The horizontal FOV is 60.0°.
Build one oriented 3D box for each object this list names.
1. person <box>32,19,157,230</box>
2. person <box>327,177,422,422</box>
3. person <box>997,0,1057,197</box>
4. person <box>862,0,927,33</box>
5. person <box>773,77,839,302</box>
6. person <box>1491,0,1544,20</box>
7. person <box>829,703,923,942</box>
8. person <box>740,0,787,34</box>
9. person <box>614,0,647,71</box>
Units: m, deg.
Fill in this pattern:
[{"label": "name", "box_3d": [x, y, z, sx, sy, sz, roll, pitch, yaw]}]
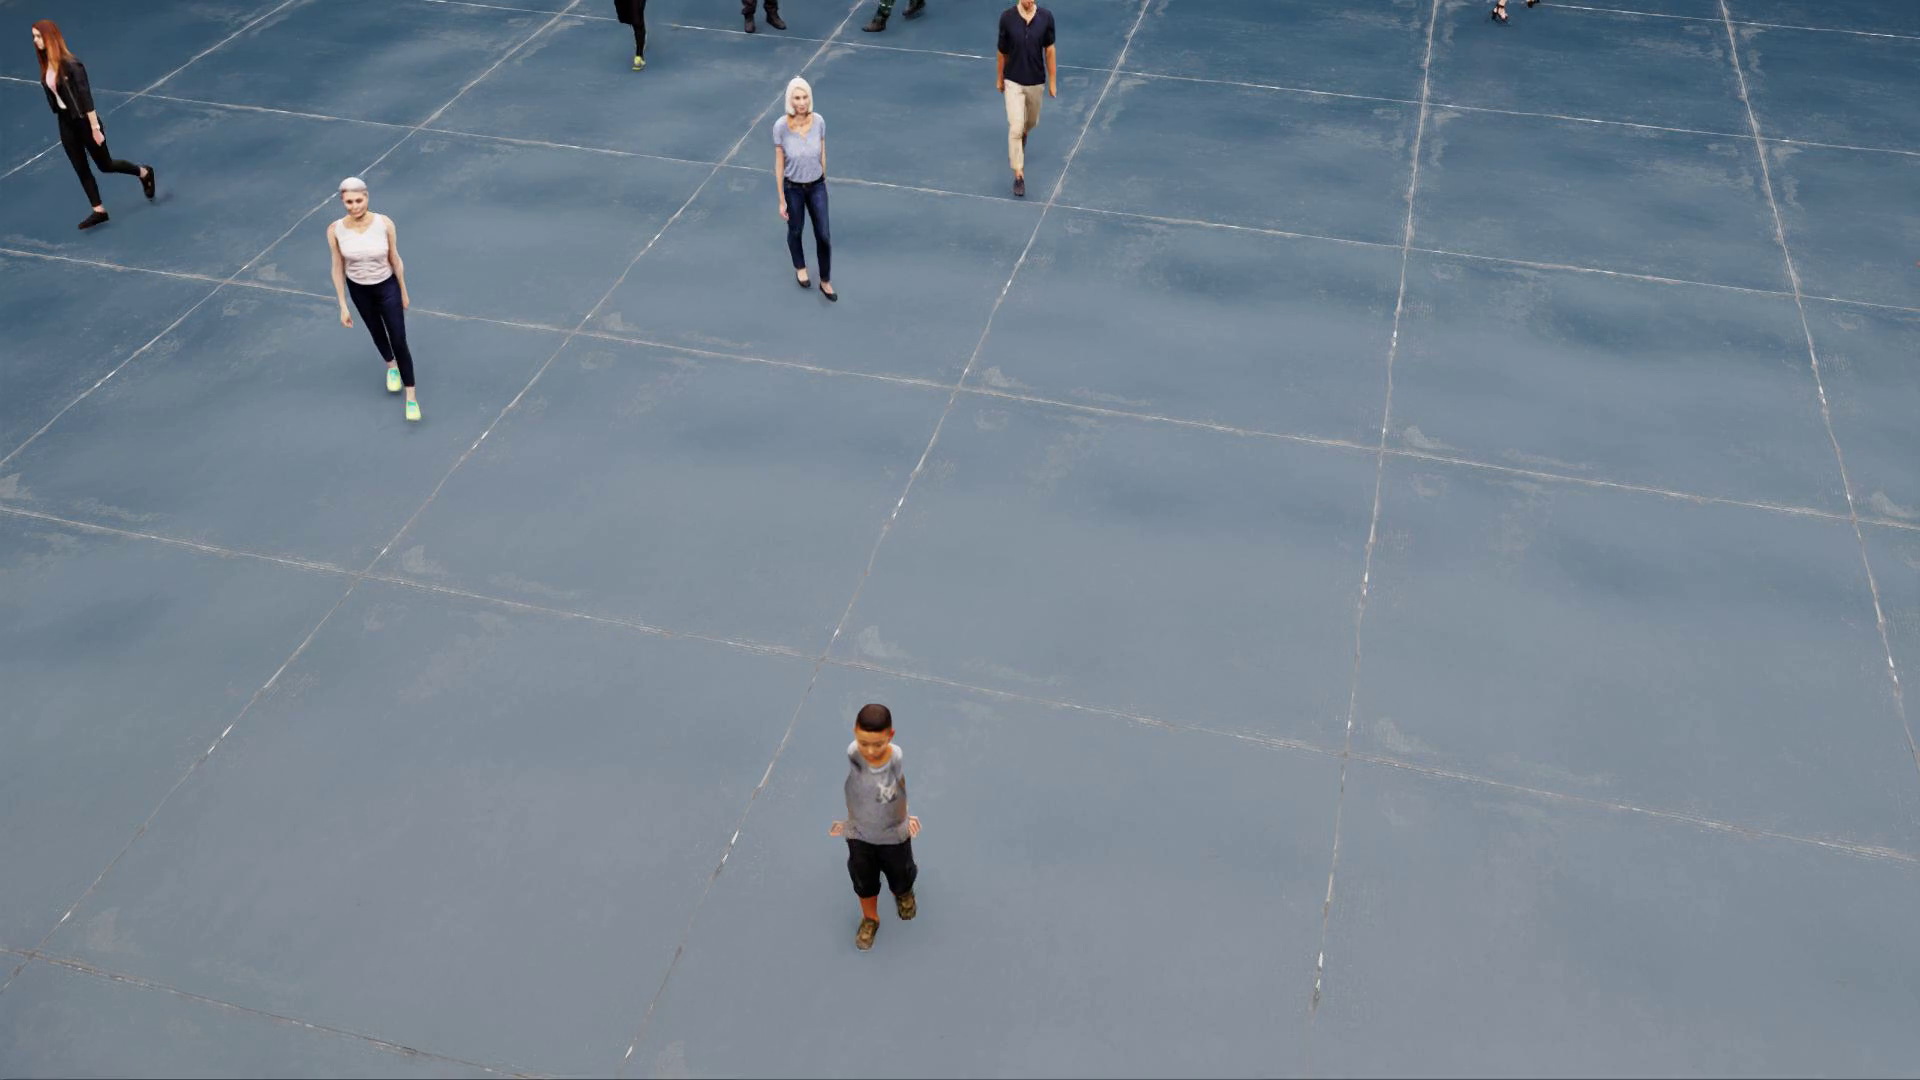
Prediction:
[{"label": "person", "box_3d": [-7.075, -3.412, 13.544, 0.758, 1.693, 1.054, 19, 42, 22]}, {"label": "person", "box_3d": [-4.017, -1.709, 11.391, 0.928, 1.663, 1.133, -9, 39, -12]}, {"label": "person", "box_3d": [0.534, -3.915, 14.092, 0.948, 1.810, 1.279, -4, 38, -5]}, {"label": "person", "box_3d": [-0.609, -6.191, 16.964, 1.081, 1.856, 1.325, 30, 47, 33]}, {"label": "person", "box_3d": [-1.228, -2.701, 12.628, 0.827, 1.702, 0.931, -11, 39, -14]}, {"label": "person", "box_3d": [5.794, -6.214, 17.045, 1.049, 1.792, 0.968, -22, 43, -26]}, {"label": "person", "box_3d": [-0.381, 1.258, 7.772, 0.598, 1.450, 0.673, 7, 39, 9]}, {"label": "person", "box_3d": [-2.054, -6.137, 16.921, 0.797, 1.823, 0.812, -13, 40, -16]}, {"label": "person", "box_3d": [-3.212, -5.447, 16.271, 0.589, 1.537, 0.902, 6, 38, 7]}]
